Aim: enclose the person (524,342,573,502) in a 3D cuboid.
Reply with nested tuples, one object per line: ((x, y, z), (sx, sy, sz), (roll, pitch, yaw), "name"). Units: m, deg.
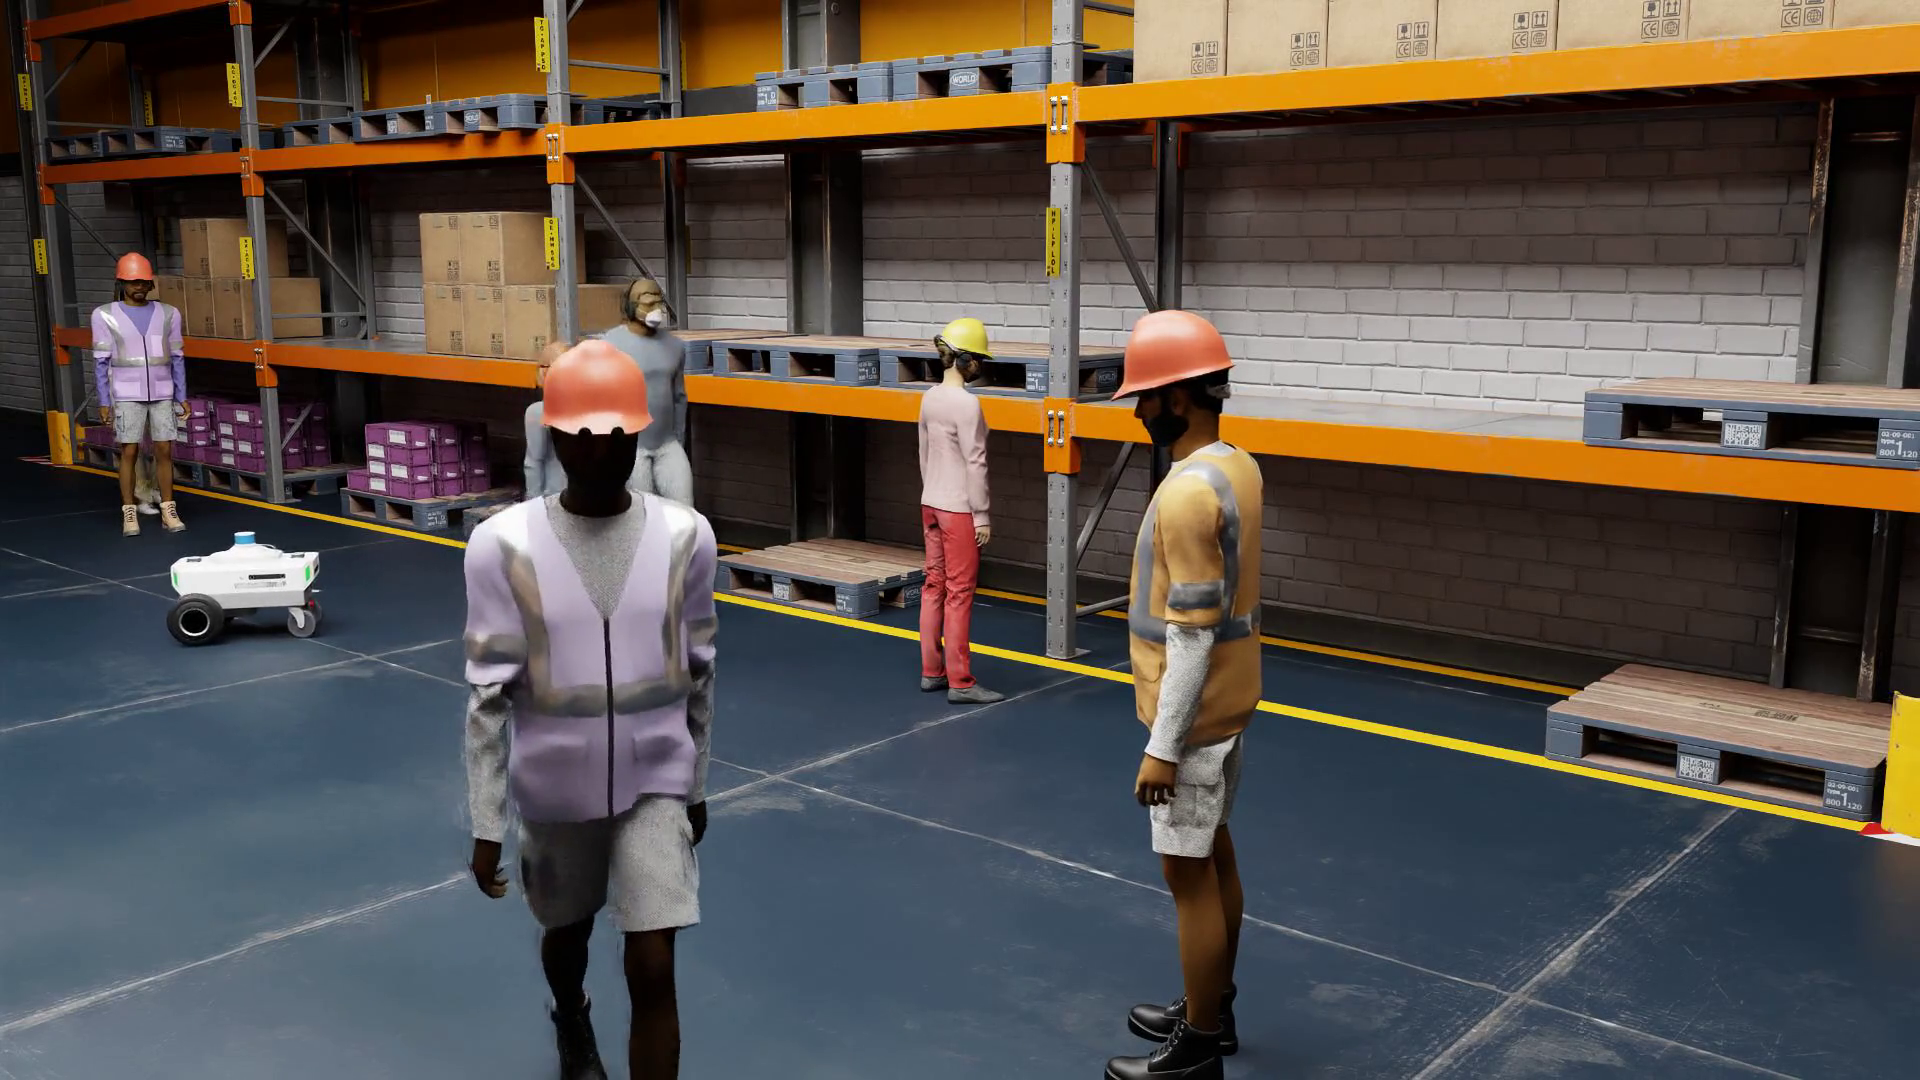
((-1.903, -0.170, 8.260), (0.453, 1.619, 0.498), (8, 13, 37), "person")

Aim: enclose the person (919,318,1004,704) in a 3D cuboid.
((-0.002, -0.131, 7.633), (0.328, 1.760, 0.523), (-5, 11, -27), "person")

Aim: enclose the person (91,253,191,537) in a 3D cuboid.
((-5.902, -1.047, 12.040), (0.616, 2.039, 0.388), (-8, 13, -39), "person")

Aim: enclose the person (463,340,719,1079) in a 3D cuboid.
((-0.799, 0.503, 3.659), (0.555, 1.901, 0.991), (-3, 11, -19), "person")

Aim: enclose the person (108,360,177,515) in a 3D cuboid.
((-6.403, -1.012, 13.019), (0.358, 1.631, 0.522), (6, 12, 31), "person")

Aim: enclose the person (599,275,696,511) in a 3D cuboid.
((-1.730, -0.492, 9.213), (0.437, 1.922, 0.641), (9, 14, 43), "person")

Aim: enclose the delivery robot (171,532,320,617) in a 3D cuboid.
((-3.813, 0.199, 8.906), (0.707, 0.478, 0.477), (-3, 10, -14), "delivery robot")

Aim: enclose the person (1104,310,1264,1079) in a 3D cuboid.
((0.540, 0.410, 4.072), (0.373, 1.928, 0.543), (4, 11, 20), "person")
